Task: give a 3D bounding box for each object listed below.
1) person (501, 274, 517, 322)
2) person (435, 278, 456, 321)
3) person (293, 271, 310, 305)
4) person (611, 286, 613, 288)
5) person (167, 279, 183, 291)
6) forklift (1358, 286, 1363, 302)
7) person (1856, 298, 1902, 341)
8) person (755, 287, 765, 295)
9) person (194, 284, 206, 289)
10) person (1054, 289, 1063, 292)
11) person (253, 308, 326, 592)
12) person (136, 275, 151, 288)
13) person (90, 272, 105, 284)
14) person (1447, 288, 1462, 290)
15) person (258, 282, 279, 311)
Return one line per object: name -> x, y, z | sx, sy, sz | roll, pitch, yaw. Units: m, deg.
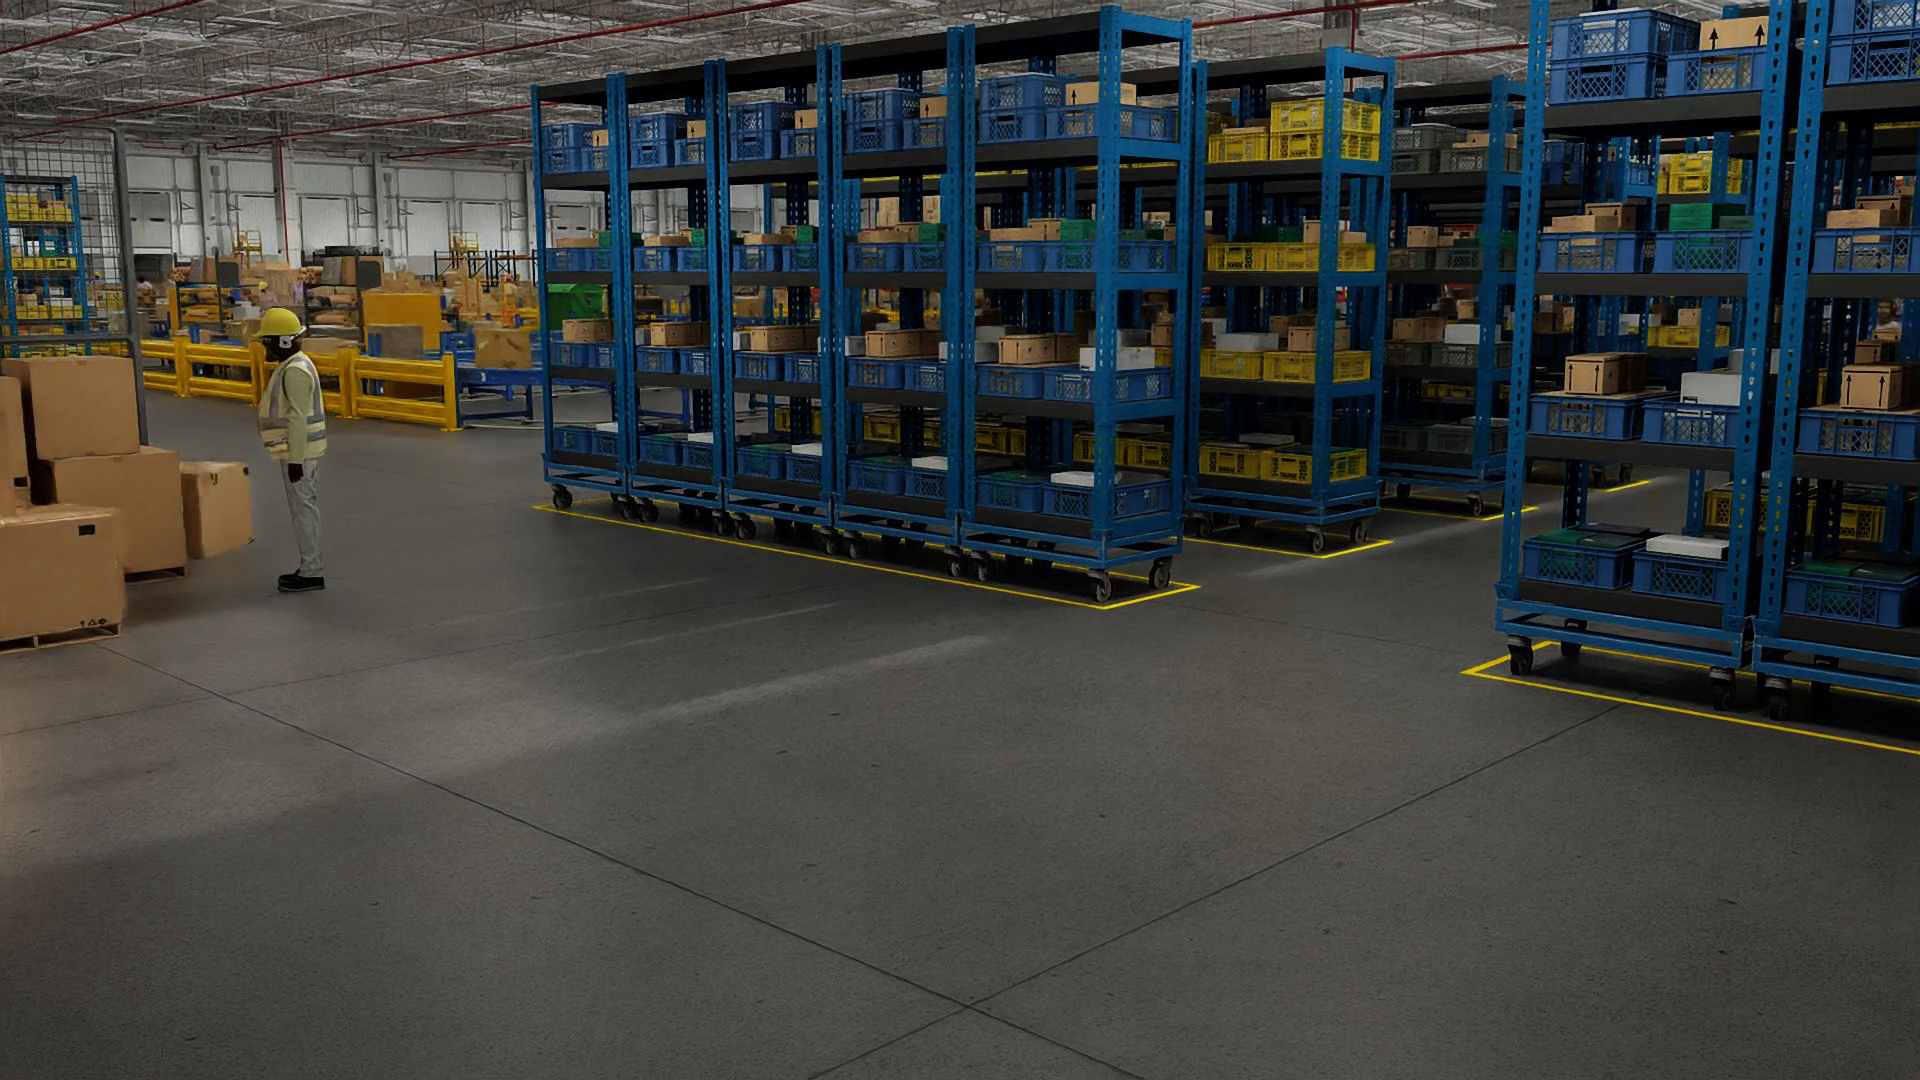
person -> -15.670, -8.299, 57.863 | 0.551, 1.903, 0.932 | -2, 9, -13
person -> -14.059, -6.215, 45.289 | 0.926, 1.817, 0.521 | 6, 11, 33
person -> -24.305, -8.938, 61.453 | 0.622, 2.008, 1.010 | 3, 10, 17
person -> -12.610, -8.723, 61.097 | 0.607, 1.676, 0.535 | -2, 9, -12
person -> -33.532, -10.481, 71.120 | 0.636, 1.921, 0.470 | 2, 9, 12
forklift -> 11.100, -7.017, 46.970 | 1.873, 2.768, 1.129 | 9, 13, 43
person -> 9.831, -1.714, 17.814 | 0.582, 1.807, 0.959 | 9, 13, 43
person -> -8.437, -10.484, 71.057 | 0.644, 1.944, 0.530 | 3, 10, 19
person -> -30.867, -9.840, 67.673 | 0.485, 1.791, 1.039 | -3, 10, -16
person -> 3.503, -8.453, 59.405 | 0.379, 1.684, 0.556 | 6, 11, 34
person -> -4.304, -0.577, 10.731 | 0.404, 1.824, 0.586 | -5, 10, -26
person -> -32.140, -9.481, 65.302 | 0.645, 1.824, 0.580 | 3, 10, 16
person -> -36.170, -10.271, 69.831 | 0.586, 1.928, 0.369 | -9, 13, -43
person -> 17.764, -8.615, 59.731 | 0.407, 1.913, 0.641 | -9, 13, -43
person -> -19.113, -6.293, 46.141 | 0.653, 1.692, 0.881 | 0, 9, 0
